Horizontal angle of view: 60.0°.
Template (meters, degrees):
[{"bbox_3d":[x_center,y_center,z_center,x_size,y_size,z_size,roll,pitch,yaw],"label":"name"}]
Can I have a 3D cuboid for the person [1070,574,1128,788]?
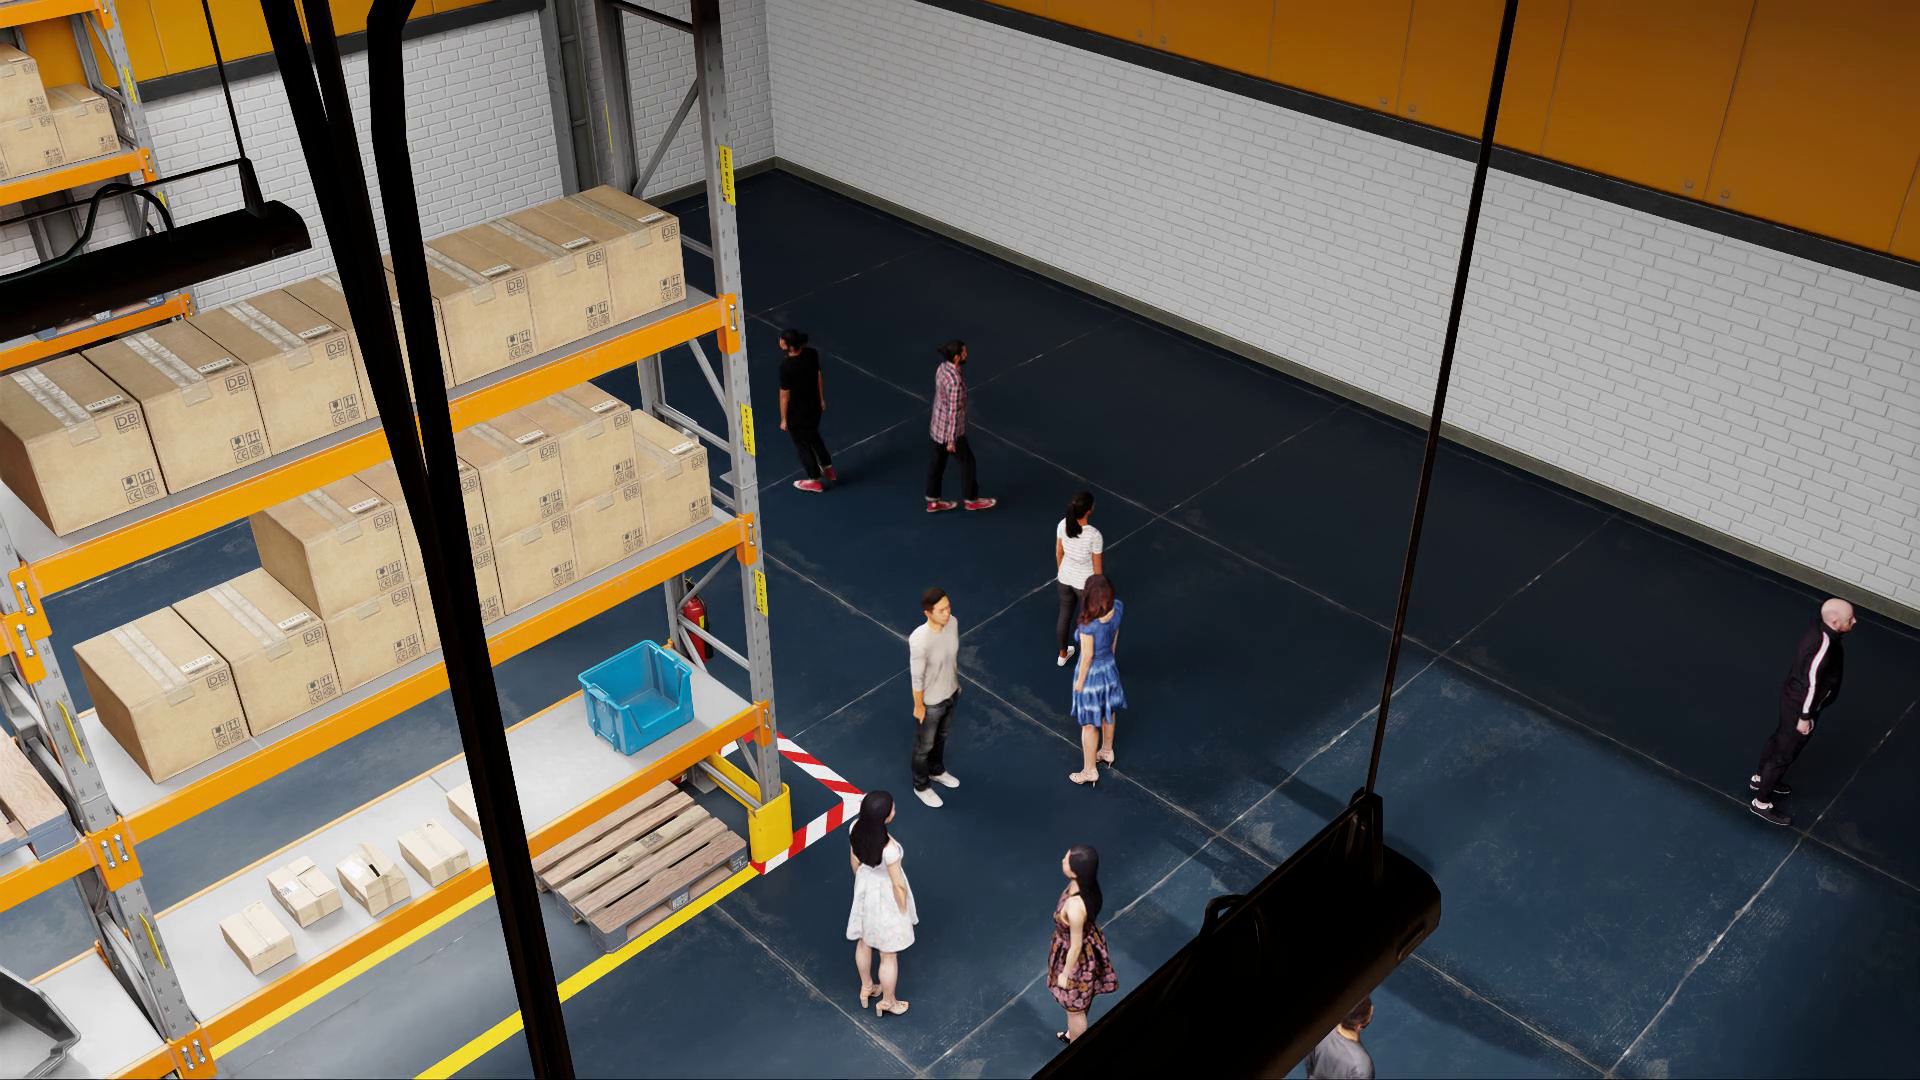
[{"bbox_3d":[0.978,1.010,12.057,0.761,1.805,0.562,22,39,29],"label":"person"}]

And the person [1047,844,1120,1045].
[{"bbox_3d":[0.688,2.473,9.883,0.856,1.774,0.776,7,34,11],"label":"person"}]

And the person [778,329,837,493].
[{"bbox_3d":[-1.427,-1.204,15.460,0.550,1.726,0.842,-28,43,-35],"label":"person"}]

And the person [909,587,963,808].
[{"bbox_3d":[-0.192,1.088,11.934,0.738,1.811,0.537,22,40,30],"label":"person"}]

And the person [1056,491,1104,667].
[{"bbox_3d":[0.942,0.326,13.230,0.593,1.646,0.555,22,40,30],"label":"person"}]

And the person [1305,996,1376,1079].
[{"bbox_3d":[2.034,3.078,8.985,0.606,1.761,0.660,-20,38,-27],"label":"person"}]

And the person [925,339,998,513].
[{"bbox_3d":[-0.172,-1.002,15.142,1.009,1.740,0.881,-13,36,-18],"label":"person"}]

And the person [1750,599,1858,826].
[{"bbox_3d":[5.963,1.164,11.797,0.816,1.836,0.652,14,36,20],"label":"person"}]

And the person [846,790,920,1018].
[{"bbox_3d":[-0.493,2.233,10.246,0.610,1.773,0.630,-29,43,-36],"label":"person"}]
